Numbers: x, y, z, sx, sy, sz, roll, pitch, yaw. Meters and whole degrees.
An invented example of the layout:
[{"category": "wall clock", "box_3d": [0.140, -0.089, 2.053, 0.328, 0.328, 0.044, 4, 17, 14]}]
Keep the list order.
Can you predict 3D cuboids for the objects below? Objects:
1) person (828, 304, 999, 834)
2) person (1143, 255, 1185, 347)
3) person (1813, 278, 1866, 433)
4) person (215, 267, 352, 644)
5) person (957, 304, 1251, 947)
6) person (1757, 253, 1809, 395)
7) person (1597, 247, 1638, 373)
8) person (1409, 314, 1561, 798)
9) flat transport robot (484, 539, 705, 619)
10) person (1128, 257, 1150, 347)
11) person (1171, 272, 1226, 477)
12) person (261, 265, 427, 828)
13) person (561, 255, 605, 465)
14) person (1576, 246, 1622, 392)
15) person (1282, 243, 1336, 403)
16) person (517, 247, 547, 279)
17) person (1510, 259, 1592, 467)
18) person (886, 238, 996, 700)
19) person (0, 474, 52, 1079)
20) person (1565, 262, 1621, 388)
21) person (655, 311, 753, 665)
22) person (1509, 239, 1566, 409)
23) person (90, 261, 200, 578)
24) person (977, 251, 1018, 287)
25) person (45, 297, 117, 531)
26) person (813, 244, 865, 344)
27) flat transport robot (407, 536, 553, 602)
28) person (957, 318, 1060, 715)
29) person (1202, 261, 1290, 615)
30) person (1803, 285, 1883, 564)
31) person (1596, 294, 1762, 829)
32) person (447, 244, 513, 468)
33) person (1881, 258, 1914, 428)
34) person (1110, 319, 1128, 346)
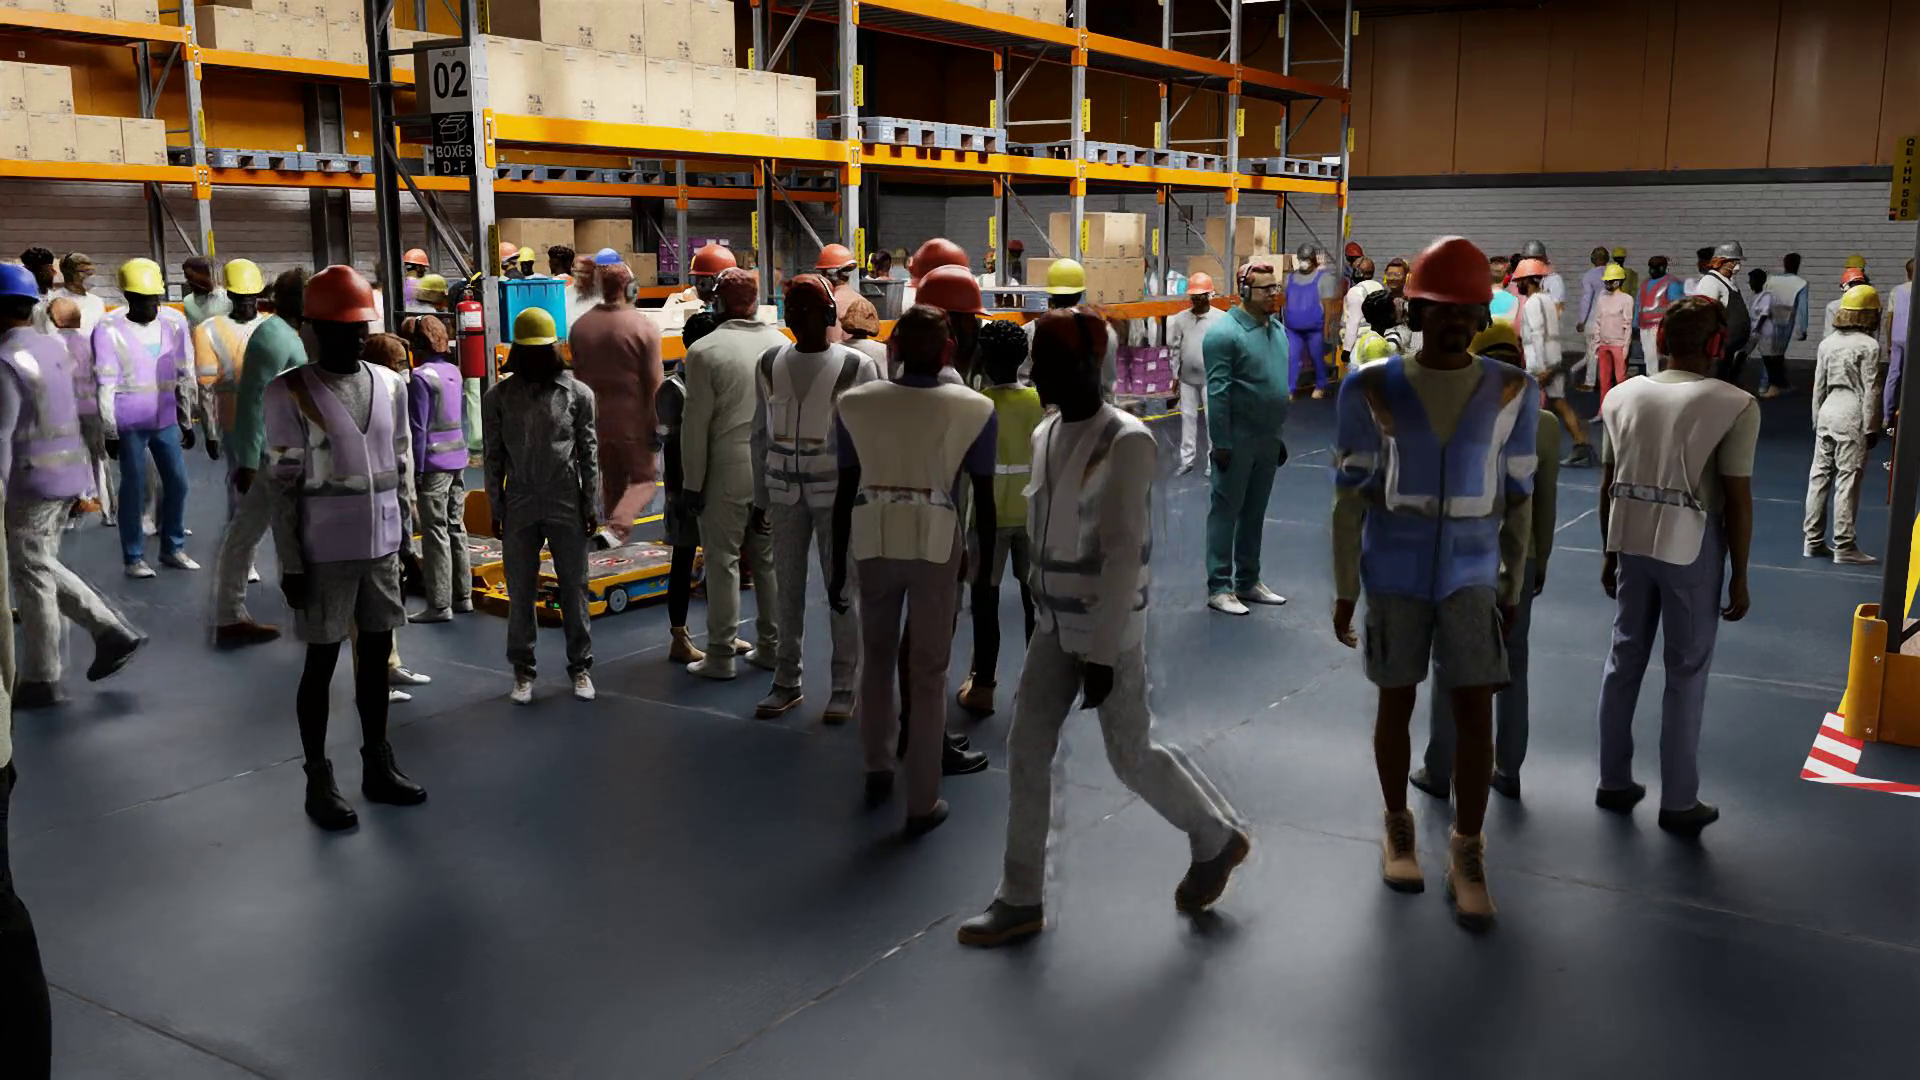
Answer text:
[{"category": "person", "box_3d": [-0.157, 0.082, 5.866, 0.582, 1.797, 0.728, 1, 10, 5]}, {"category": "person", "box_3d": [2.964, -3.258, 24.279, 0.640, 1.822, 0.578, 3, 11, 18]}, {"category": "person", "box_3d": [9.138, -1.895, 17.167, 0.335, 1.683, 0.740, -1, 10, -6]}, {"category": "person", "box_3d": [-3.365, -0.418, 8.373, 0.886, 1.883, 0.639, -4, 11, -23]}, {"category": "person", "box_3d": [0.442, 0.242, 4.834, 0.890, 1.855, 0.578, -6, 12, -31]}, {"category": "person", "box_3d": [10.739, -2.816, 21.753, 1.044, 1.871, 0.602, -7, 12, -33]}, {"category": "person", "box_3d": [9.969, -3.490, 25.307, 0.590, 1.923, 0.393, 1, 10, 8]}, {"category": "person", "box_3d": [1.886, 0.067, 6.040, 0.525, 1.760, 0.341, 0, 10, -1]}, {"category": "flat transport robot", "box_3d": [-1.910, 0.200, 9.427, 0.652, 0.197, 1.431, 8, 13, 37]}, {"category": "person", "box_3d": [2.958, -3.781, 27.373, 0.337, 1.749, 0.574, -4, 11, -21]}, {"category": "person", "box_3d": [2.056, -1.415, 14.281, 0.564, 1.745, 0.348, 7, 12, 34]}, {"category": "person", "box_3d": [-2.116, 0.019, 5.810, 0.376, 1.936, 0.549, 7, 13, 36]}, {"category": "person", "box_3d": [-3.398, -1.633, 15.102, 0.667, 1.888, 0.498, 3, 11, 18]}, {"category": "person", "box_3d": [8.516, -2.936, 22.196, 0.627, 1.935, 0.371, -4, 11, -19]}, {"category": "person", "box_3d": [4.369, -2.757, 20.907, 0.685, 2.000, 1.000, 6, 12, 30]}, {"category": "person", "box_3d": [-5.591, -2.825, 21.601, 0.587, 1.927, 0.368, 0, 10, 2]}, {"category": "person", "box_3d": [5.243, -1.578, 14.938, 1.030, 1.867, 0.546, 10, 14, 44]}, {"category": "person", "box_3d": [-0.065, -0.300, 7.345, 0.611, 2.030, 0.409, 4, 11, 22]}, {"category": "person", "box_3d": [-2.124, 0.444, 3.298, 0.393, 1.995, 0.612, 2, 10, 10]}, {"category": "person", "box_3d": [8.535, -2.851, 22.254, 0.702, 1.736, 0.536, 6, 12, 30]}, {"category": "person", "box_3d": [-1.229, -0.250, 7.990, 0.319, 1.694, 0.533, 8, 13, 36]}, {"category": "person", "box_3d": [6.311, -2.320, 18.485, 0.536, 2.000, 0.681, -8, 13, -38]}, {"category": "person", "box_3d": [-4.871, -0.707, 9.978, 0.459, 1.922, 0.596, 6, 12, 30]}, {"category": "person", "box_3d": [0.494, -2.761, 21.303, 0.592, 1.911, 0.398, 6, 12, 29]}, {"category": "person", "box_3d": [-6.208, -0.881, 11.660, 0.513, 1.631, 0.321, -9, 14, -42]}, {"category": "person", "box_3d": [-0.871, -1.130, 12.020, 0.390, 1.991, 0.624, 4, 11, 21]}, {"category": "flat transport robot", "box_3d": [-2.938, 0.137, 9.775, 1.431, 0.197, 0.652, 8, 13, 37]}, {"category": "person", "box_3d": [0.198, -0.090, 7.100, 0.533, 1.694, 0.320, -4, 11, -23]}, {"category": "person", "box_3d": [1.598, -0.560, 9.103, 0.641, 1.910, 0.401, -10, 14, -43]}, {"category": "person", "box_3d": [5.597, -0.728, 10.488, 0.308, 1.744, 0.485, -3, 11, -14]}, {"category": "person", "box_3d": [2.448, 0.078, 5.765, 0.389, 1.837, 0.561, -7, 12, -34]}, {"category": "person", "box_3d": [-4.229, -1.670, 14.886, 0.683, 2.000, 0.538, -5, 11, -25]}, {"category": "person", "box_3d": [10.143, -2.093, 17.781, 0.349, 1.842, 0.505, -4, 11, -23]}, {"category": "person", "box_3d": [3.047, -4.551, 31.640, 0.327, 1.753, 0.563, -7, 12, -34]}]
